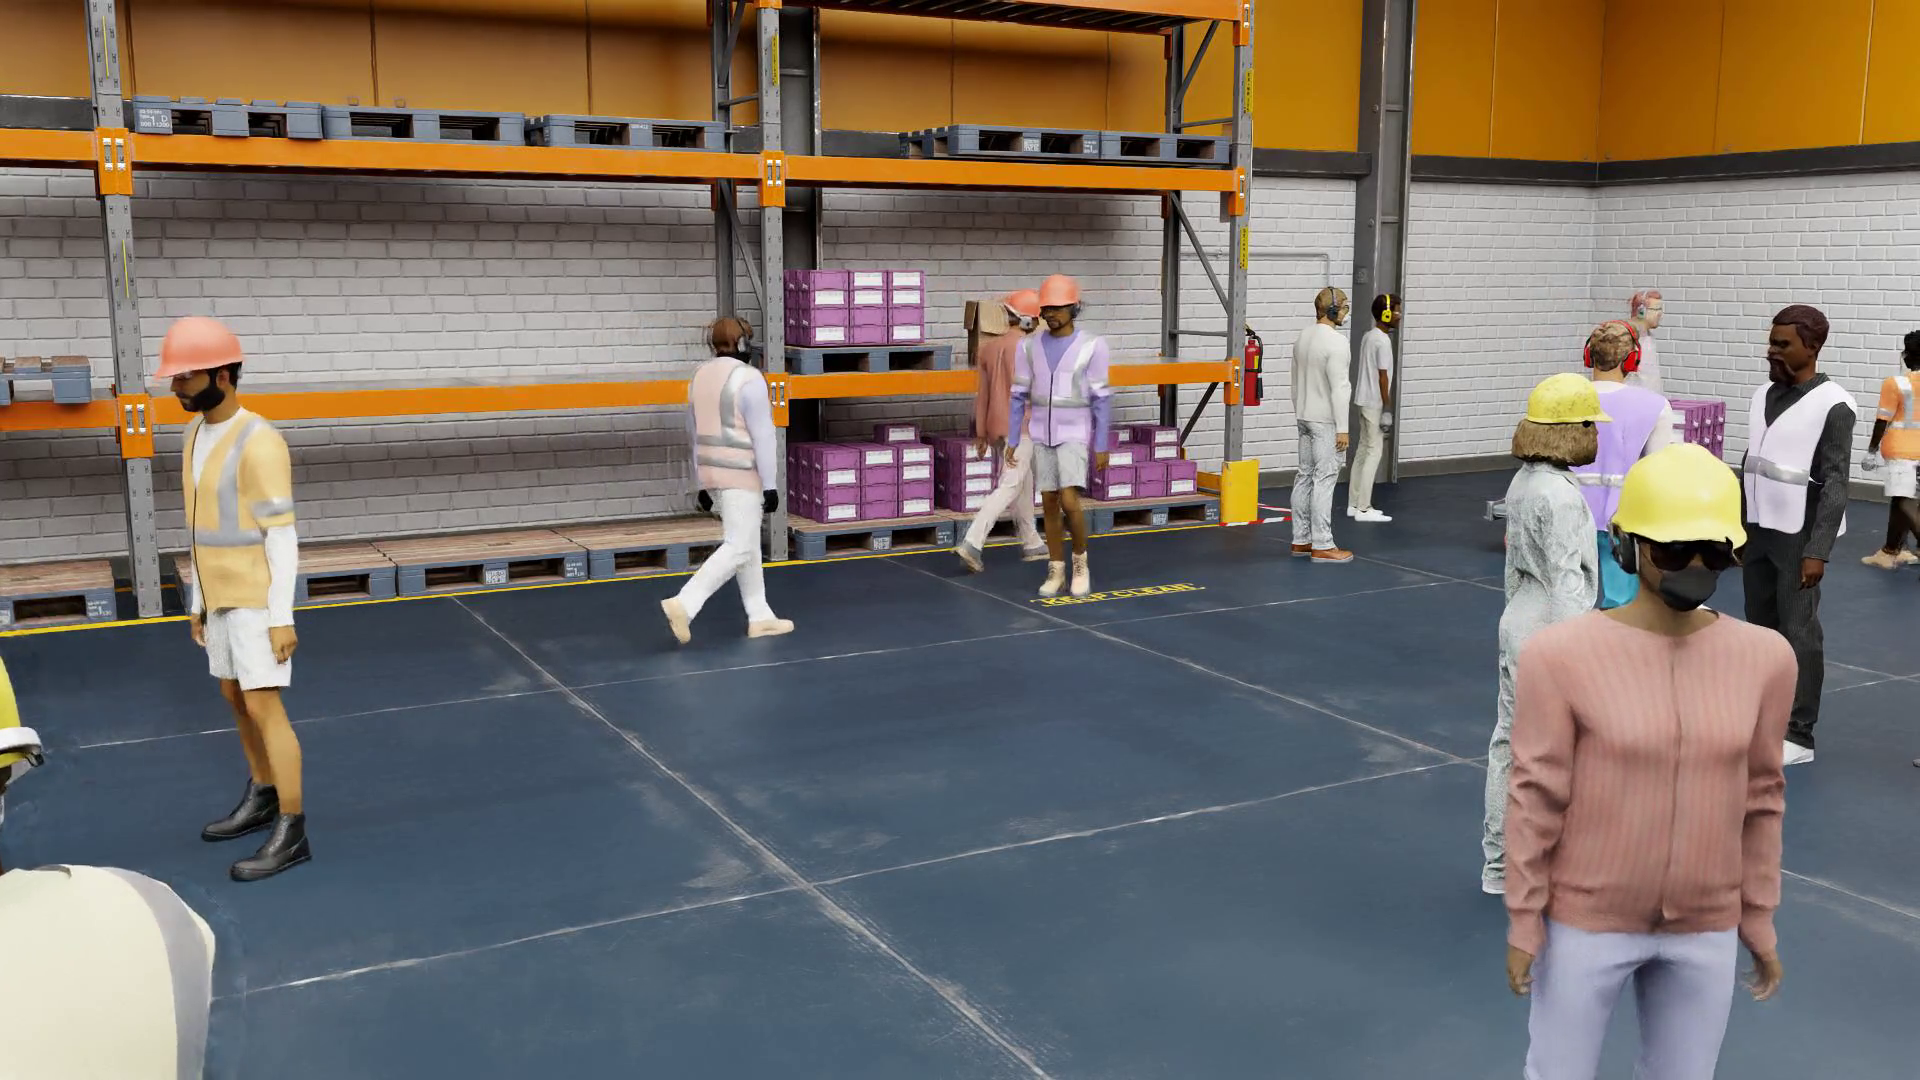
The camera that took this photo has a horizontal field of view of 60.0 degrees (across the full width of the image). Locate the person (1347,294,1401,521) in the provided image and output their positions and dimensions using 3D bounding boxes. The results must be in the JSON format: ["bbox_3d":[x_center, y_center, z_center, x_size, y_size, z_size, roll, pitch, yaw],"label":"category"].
[{"bbox_3d":[3.406,-1.080,13.642,0.349,1.854,0.507,0,9,0],"label":"person"}]

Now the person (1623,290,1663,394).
[{"bbox_3d":[5.258,-1.004,13.057,0.434,1.888,0.670,5,11,30],"label":"person"}]

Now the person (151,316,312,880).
[{"bbox_3d":[-2.524,0.181,5.781,0.566,1.930,0.409,8,12,40],"label":"person"}]

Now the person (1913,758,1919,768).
[{"bbox_3d":[4.038,0.122,6.571,0.311,1.769,0.522,4,10,21],"label":"person"}]

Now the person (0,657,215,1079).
[{"bbox_3d":[-1.017,0.918,1.662,0.946,1.776,0.612,3,10,16],"label":"person"}]

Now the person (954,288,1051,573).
[{"bbox_3d":[0.321,-0.756,11.428,1.038,1.945,0.601,-8,12,-41],"label":"person"}]

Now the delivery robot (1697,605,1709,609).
[{"bbox_3d":[3.446,0.438,8.040,0.477,0.478,0.707,0,9,-2],"label":"delivery robot"}]

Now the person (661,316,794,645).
[{"bbox_3d":[-1.298,-0.316,9.118,0.812,1.816,0.637,-8,12,-39],"label":"person"}]

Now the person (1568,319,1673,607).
[{"bbox_3d":[2.784,-0.030,7.249,0.565,1.846,0.389,6,11,34],"label":"person"}]

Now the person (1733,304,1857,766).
[{"bbox_3d":[3.462,-0.020,6.964,0.392,1.921,0.593,-2,9,-9],"label":"person"}]

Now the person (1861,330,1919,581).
[{"bbox_3d":[6.372,-0.566,11.076,0.532,1.663,0.815,-3,10,-16],"label":"person"}]

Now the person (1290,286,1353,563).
[{"bbox_3d":[2.556,-0.813,11.741,0.352,1.937,0.635,-3,10,-17],"label":"person"}]

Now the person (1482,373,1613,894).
[{"bbox_3d":[1.877,0.342,5.300,0.295,1.744,0.484,0,9,0],"label":"person"}]

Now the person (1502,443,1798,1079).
[{"bbox_3d":[1.252,0.701,3.044,0.531,1.766,0.328,0,9,-2],"label":"person"}]

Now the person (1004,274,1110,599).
[{"bbox_3d":[0.609,-0.629,10.371,0.630,2.026,0.488,5,11,29],"label":"person"}]

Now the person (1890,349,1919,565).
[{"bbox_3d":[6.783,-0.744,11.615,0.504,1.843,0.345,-2,9,-11],"label":"person"}]
